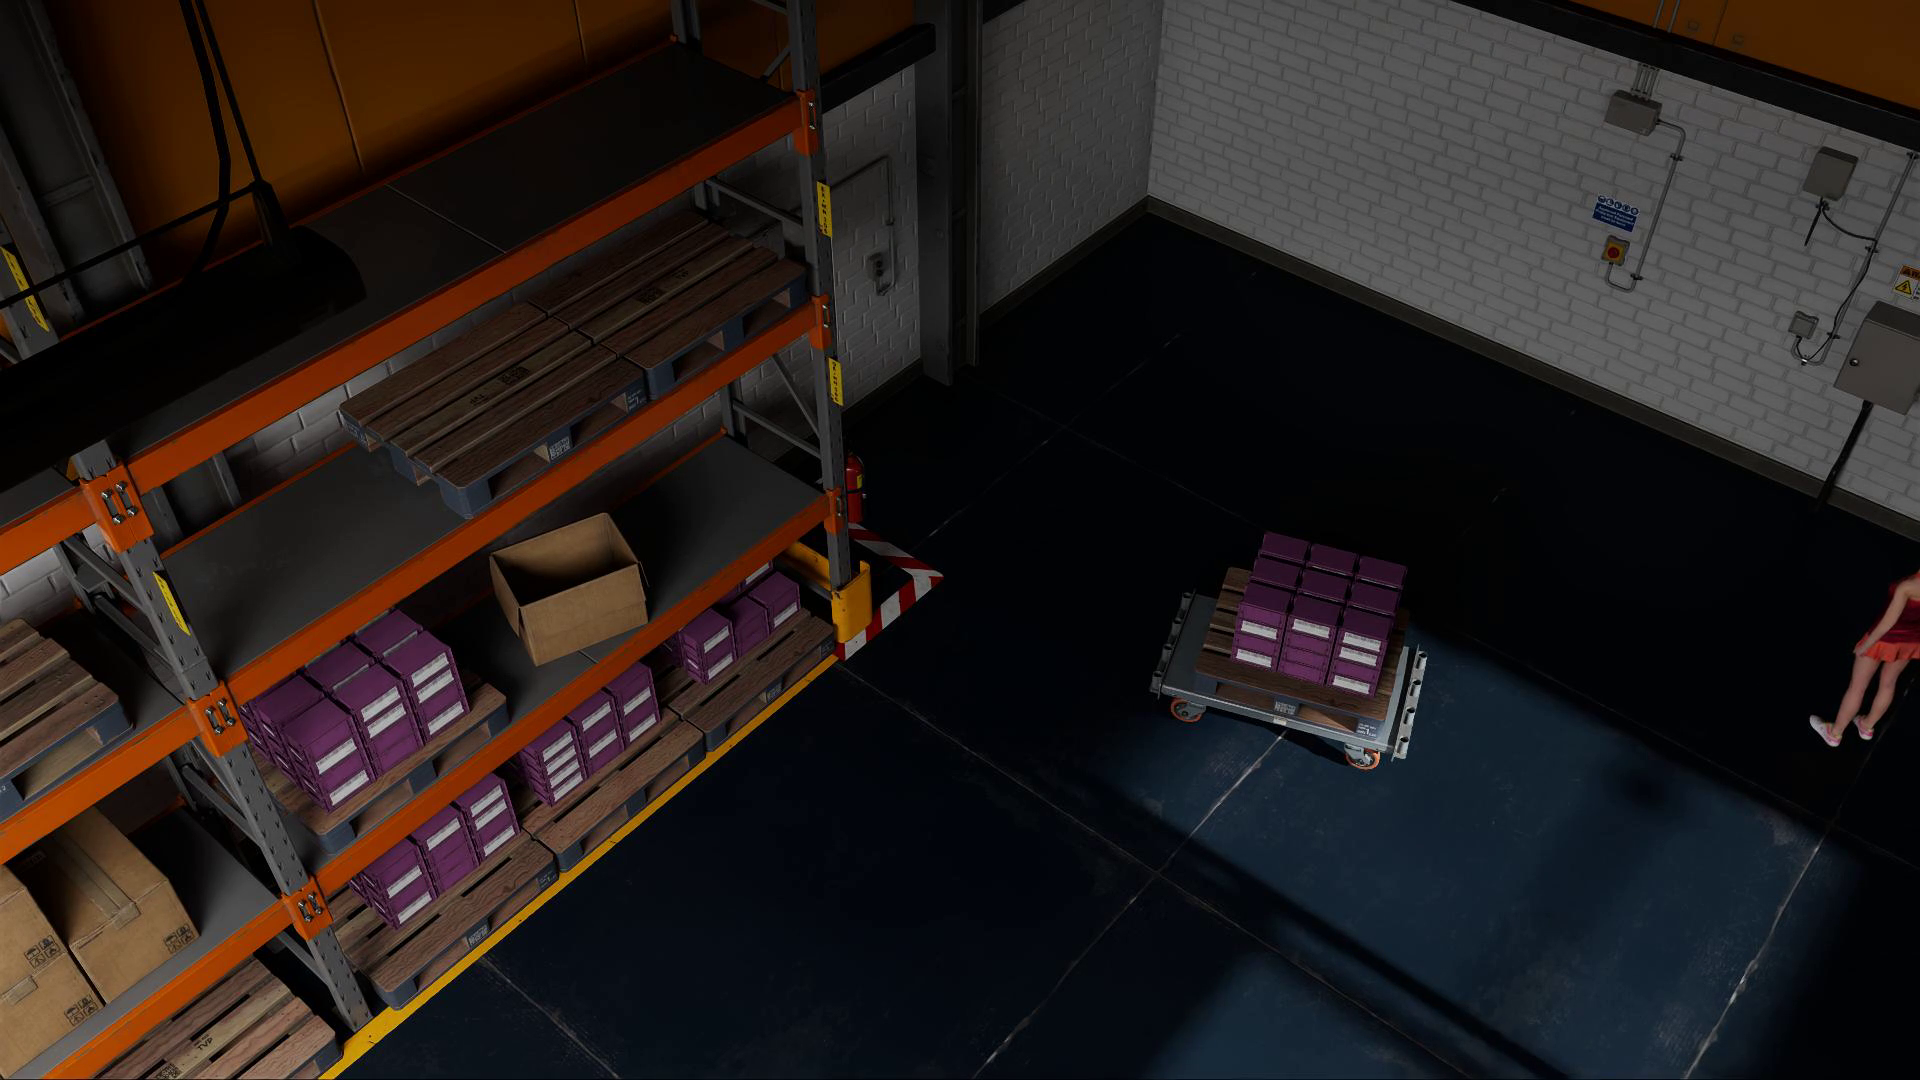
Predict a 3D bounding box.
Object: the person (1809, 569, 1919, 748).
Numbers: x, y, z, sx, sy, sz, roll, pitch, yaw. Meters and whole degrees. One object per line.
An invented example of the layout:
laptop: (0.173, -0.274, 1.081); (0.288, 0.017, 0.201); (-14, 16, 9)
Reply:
person: (5.765, 0.617, 10.275); (0.647, 1.748, 0.721); (-8, 44, -8)
